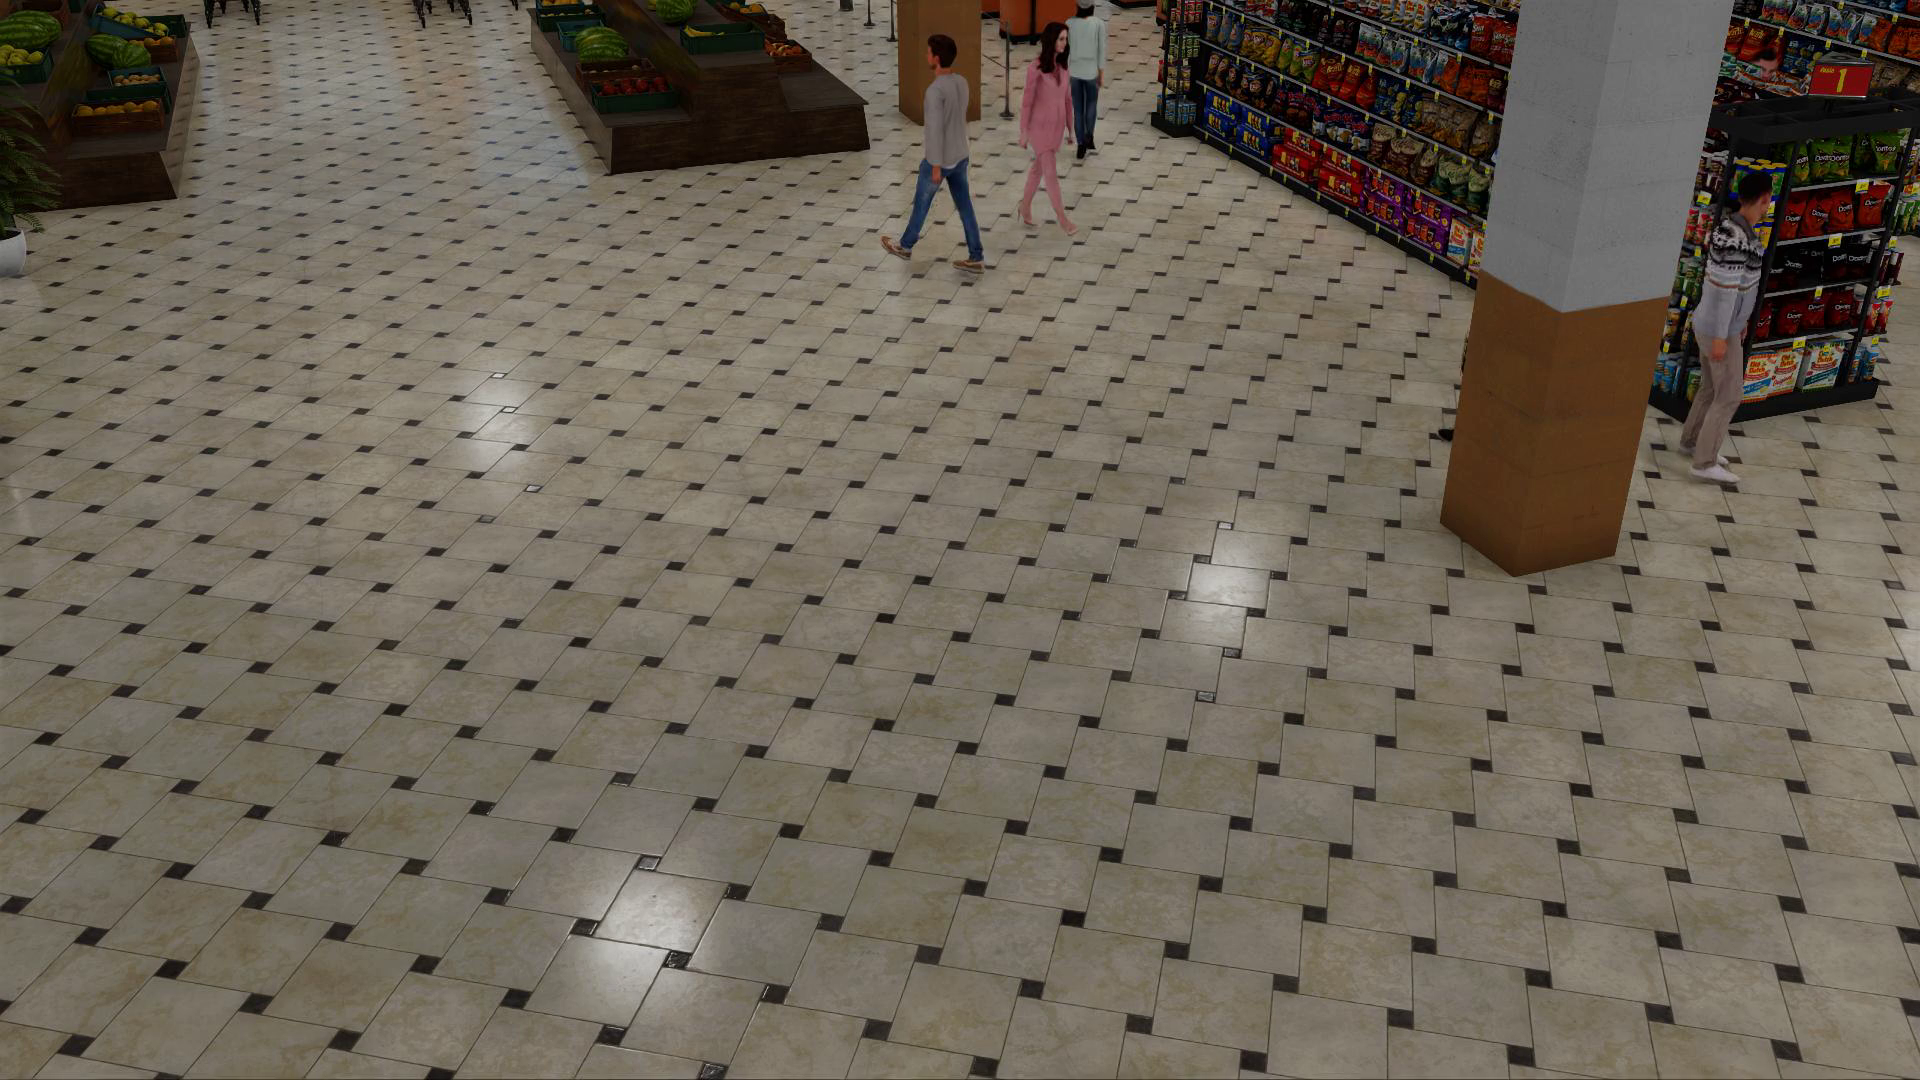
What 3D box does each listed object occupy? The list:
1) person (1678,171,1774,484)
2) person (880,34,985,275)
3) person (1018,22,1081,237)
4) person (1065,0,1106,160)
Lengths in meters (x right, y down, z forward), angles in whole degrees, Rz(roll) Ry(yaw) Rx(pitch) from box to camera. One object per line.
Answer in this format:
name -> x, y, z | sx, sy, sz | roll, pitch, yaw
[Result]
person -> 4.557, -1.315, 10.087 | 0.957, 1.834, 0.873 | 15, 32, 25
person -> -0.028, -2.977, 13.112 | 1.278, 1.853, 1.132 | 17, 33, 29
person -> 0.673, -3.478, 14.131 | 0.884, 1.755, 1.190 | -21, 35, -33
person -> 1.190, -4.528, 16.177 | 0.661, 1.639, 0.682 | 2, 29, 4
